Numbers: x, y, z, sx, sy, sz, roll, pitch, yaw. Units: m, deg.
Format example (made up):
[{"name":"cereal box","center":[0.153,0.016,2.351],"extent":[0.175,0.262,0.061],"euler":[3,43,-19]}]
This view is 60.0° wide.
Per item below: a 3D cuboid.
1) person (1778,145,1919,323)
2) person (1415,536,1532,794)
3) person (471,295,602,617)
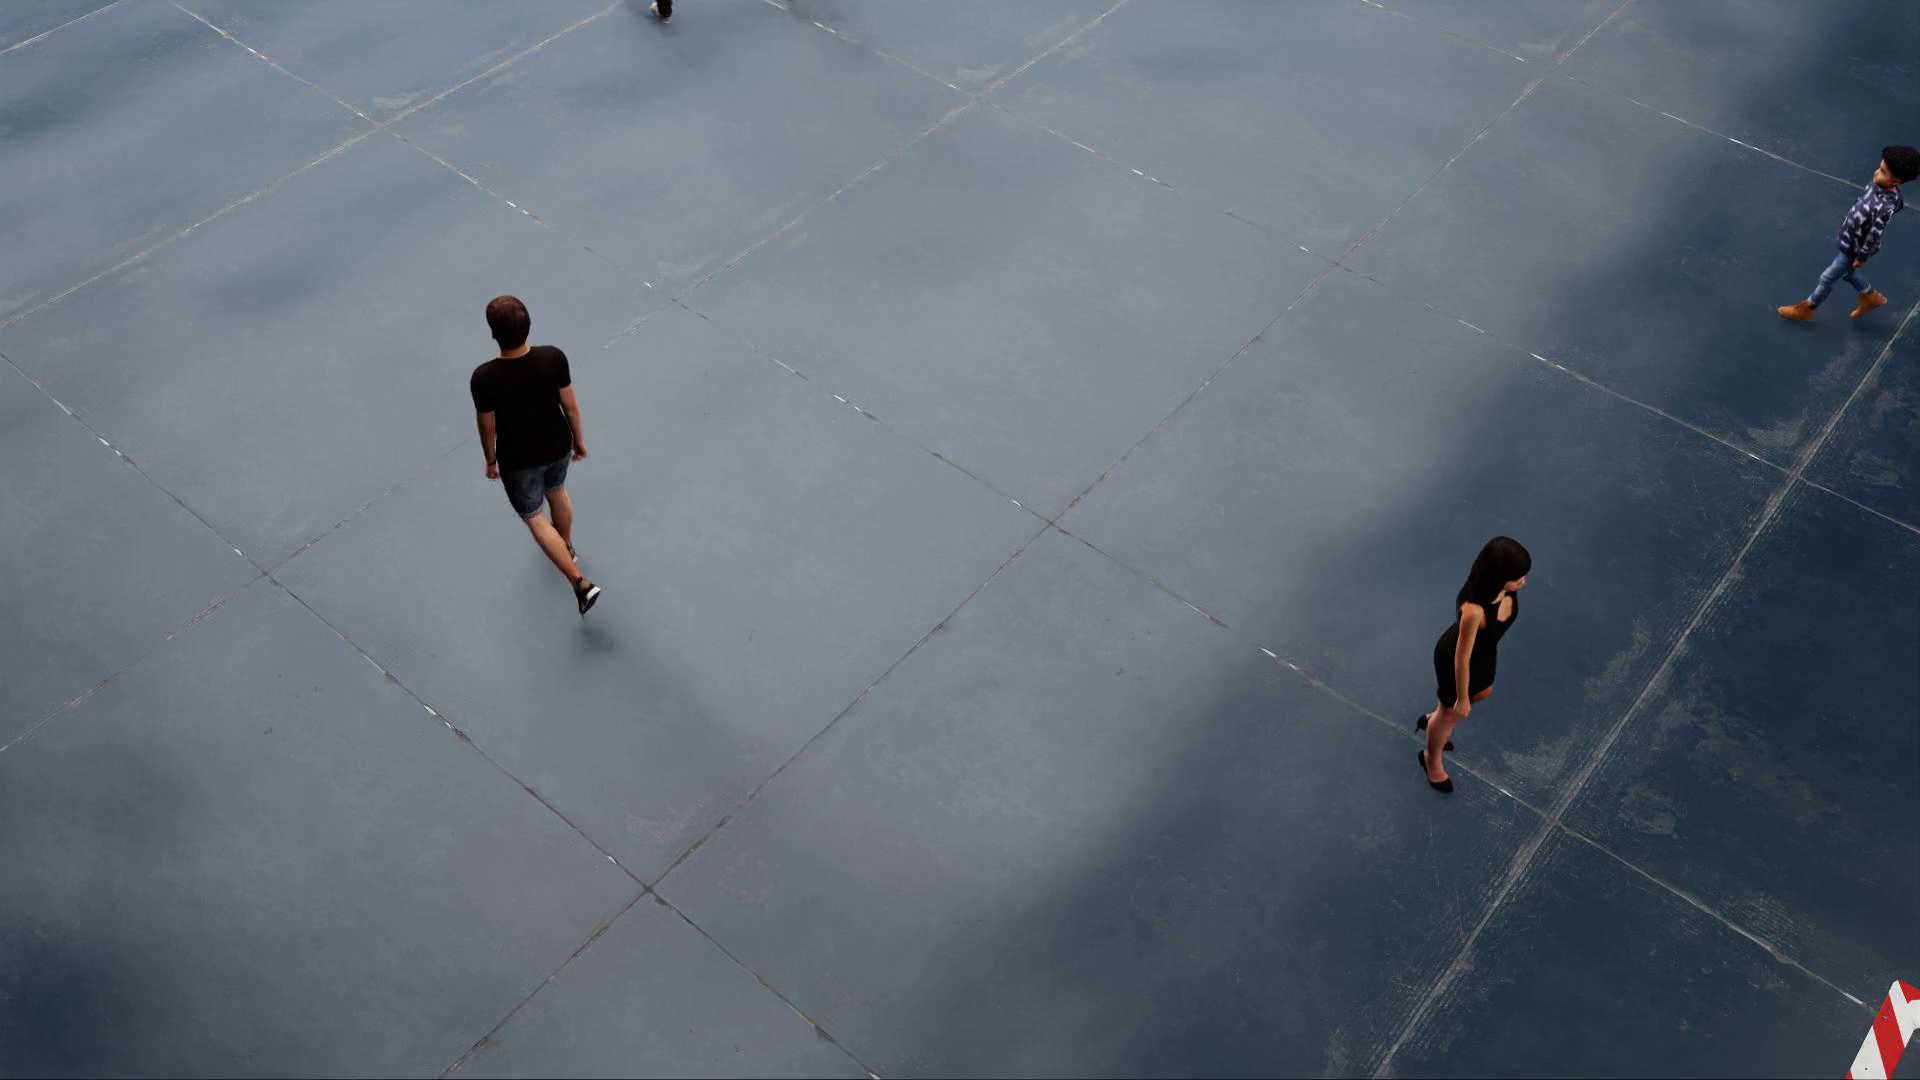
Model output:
[{"name":"person","center":[5.390,-1.781,9.871],"extent":[0.893,1.234,0.730],"euler":[9,48,8]},{"name":"person","center":[2.220,0.517,7.470],"extent":[0.522,1.640,0.620],"euler":[29,54,24]},{"name":"person","center":[-2.056,-0.380,8.172],"extent":[0.821,1.828,1.130],"euler":[-28,53,-23]}]
